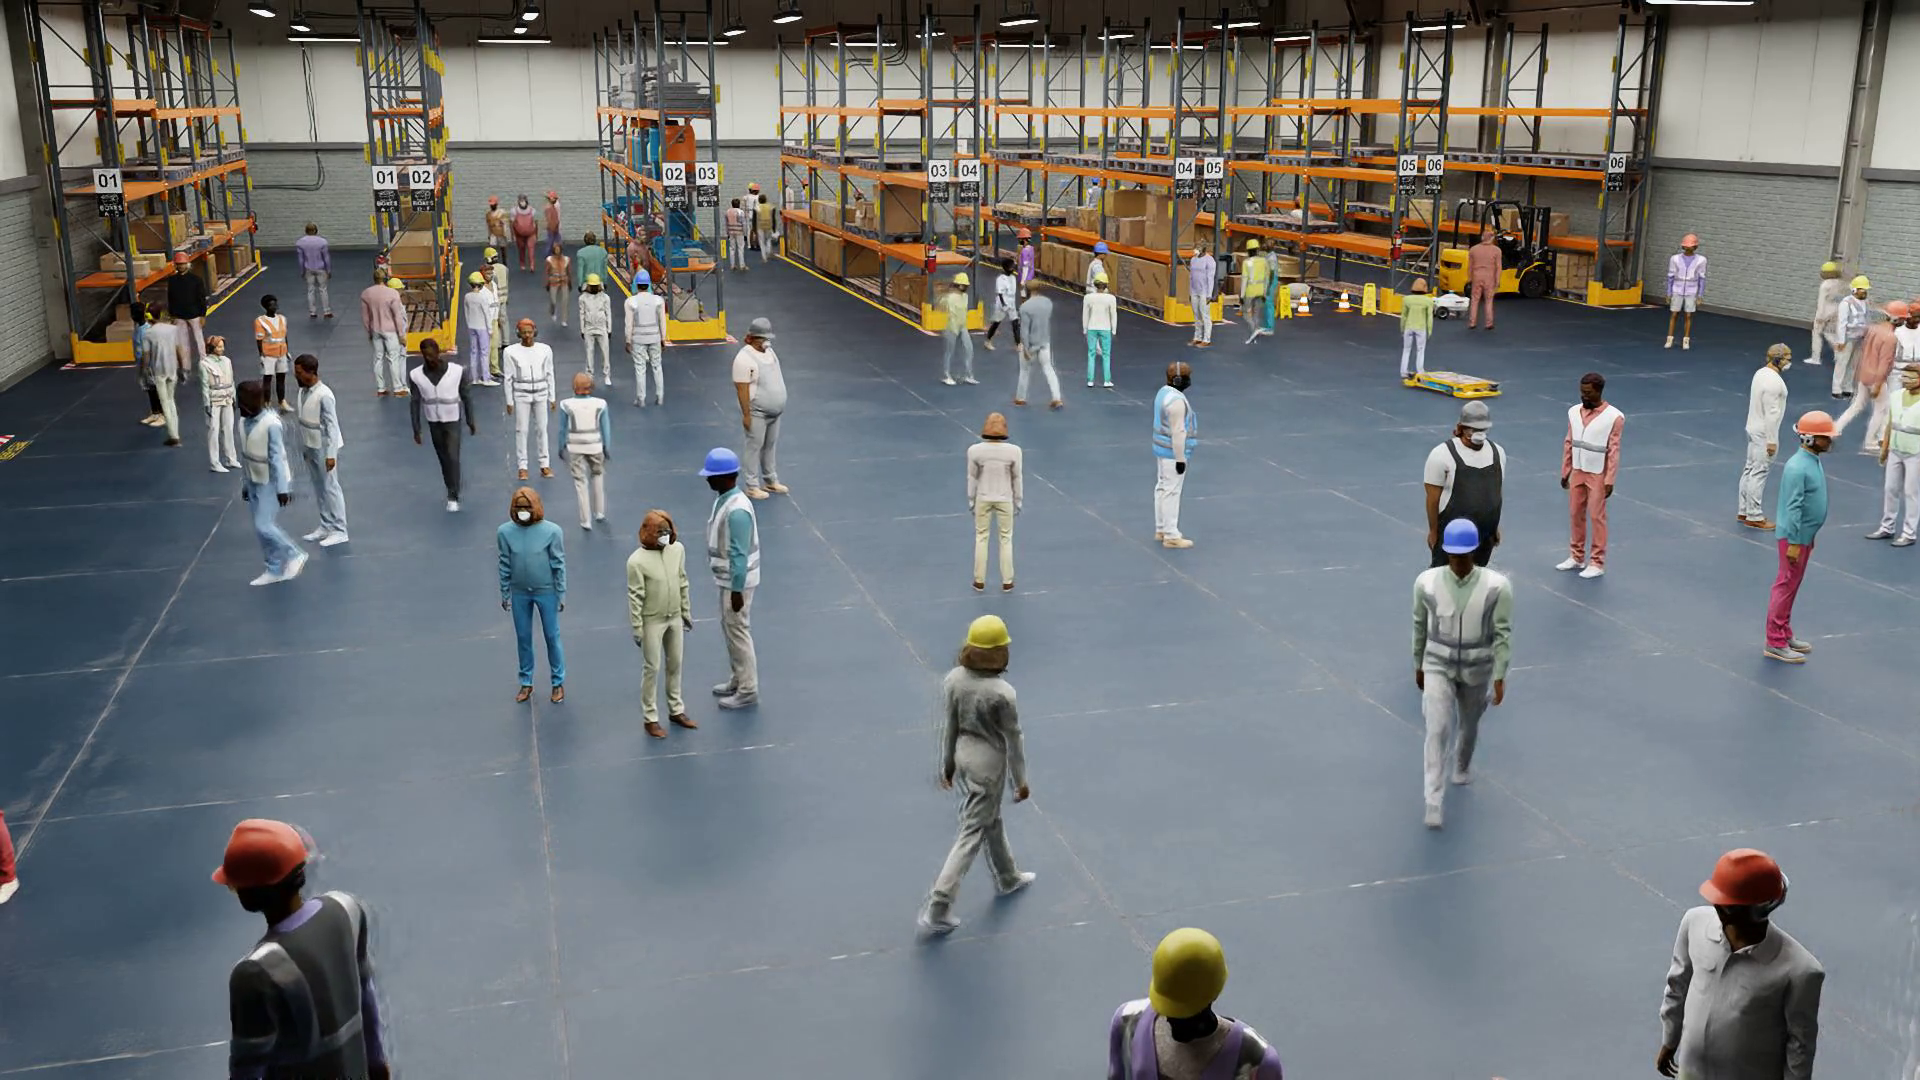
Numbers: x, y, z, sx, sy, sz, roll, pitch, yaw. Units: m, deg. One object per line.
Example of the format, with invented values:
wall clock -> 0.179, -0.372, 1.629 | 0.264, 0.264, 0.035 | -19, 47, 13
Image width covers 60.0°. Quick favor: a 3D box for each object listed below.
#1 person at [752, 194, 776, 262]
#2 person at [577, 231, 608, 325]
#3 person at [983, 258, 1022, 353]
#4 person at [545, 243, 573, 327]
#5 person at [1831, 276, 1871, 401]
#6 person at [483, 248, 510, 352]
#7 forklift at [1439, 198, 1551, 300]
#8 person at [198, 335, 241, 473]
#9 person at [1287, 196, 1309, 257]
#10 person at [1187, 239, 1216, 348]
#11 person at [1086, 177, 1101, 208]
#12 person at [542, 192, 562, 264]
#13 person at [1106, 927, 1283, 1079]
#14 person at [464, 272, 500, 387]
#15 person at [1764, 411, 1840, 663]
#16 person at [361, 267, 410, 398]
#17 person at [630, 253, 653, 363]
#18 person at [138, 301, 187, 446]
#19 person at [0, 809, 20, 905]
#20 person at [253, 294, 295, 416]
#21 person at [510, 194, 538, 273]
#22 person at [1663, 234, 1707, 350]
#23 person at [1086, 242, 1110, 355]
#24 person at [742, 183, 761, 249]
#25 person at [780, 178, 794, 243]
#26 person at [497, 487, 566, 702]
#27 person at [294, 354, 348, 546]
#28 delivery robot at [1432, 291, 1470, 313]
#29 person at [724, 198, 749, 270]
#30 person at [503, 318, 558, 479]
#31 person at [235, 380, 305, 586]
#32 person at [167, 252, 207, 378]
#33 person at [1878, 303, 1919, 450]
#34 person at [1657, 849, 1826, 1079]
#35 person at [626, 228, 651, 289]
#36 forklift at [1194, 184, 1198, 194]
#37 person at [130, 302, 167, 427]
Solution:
person -> -5.369, -8.507, 45.348 | 0.643, 1.822, 0.675 | -6, 16, -20
person -> -6.928, -4.851, 31.407 | 0.630, 1.932, 0.365 | -12, 19, -39
person -> 0.791, -4.114, 29.169 | 0.906, 1.650, 0.529 | 13, 20, 40
person -> -7.842, -4.990, 32.495 | 0.528, 1.625, 0.462 | -7, 16, -24
person -> 13.173, -2.976, 24.534 | 0.600, 1.831, 0.404 | -8, 17, -29
person -> -8.163, -4.217, 29.225 | 0.403, 1.823, 0.586 | 6, 16, 20
forklift -> 11.913, -6.508, 37.130 | 2.313, 2.155, 1.214 | -4, 15, -15
person -> -8.832, -1.623, 19.834 | 0.313, 1.634, 0.514 | 5, 16, 17
person -> 8.662, -7.865, 42.782 | 0.560, 1.914, 0.711 | -5, 16, -18
person -> 4.316, -4.408, 29.748 | 0.368, 1.932, 0.623 | -9, 17, -31
person -> 4.254, -10.476, 52.533 | 0.605, 1.948, 0.405 | -3, 15, -12
person -> -10.805, -8.219, 44.038 | 0.696, 1.952, 0.687 | 2, 15, 6
person -> 0.704, 2.096, 5.281 | 0.585, 1.920, 0.374 | 8, 17, 28
person -> -7.419, -3.256, 25.712 | 0.525, 1.772, 0.304 | 9, 17, 31
person -> 6.651, -0.039, 13.173 | 0.376, 1.995, 0.612 | 10, 18, 34
person -> -8.543, -3.075, 24.704 | 0.627, 1.940, 0.376 | 4, 15, 13
person -> -5.324, -3.889, 27.956 | 0.397, 1.840, 0.564 | -2, 15, -6
person -> -10.274, -2.128, 21.294 | 0.593, 1.852, 0.570 | 9, 17, 30
person -> -5.512, 1.174, 9.074 | 0.520, 1.759, 0.347 | 3, 15, 11
person -> -9.657, -2.610, 23.415 | 0.322, 1.696, 0.536 | 8, 17, 28
person -> -11.180, -7.909, 42.697 | 0.692, 2.000, 0.994 | -3, 15, -12
person -> 12.822, -4.382, 29.426 | 0.614, 2.038, 0.395 | 7, 16, 25
person -> 2.394, -4.191, 28.908 | 0.411, 1.936, 0.605 | -1, 15, -4
person -> -6.144, -9.597, 49.269 | 0.585, 1.927, 0.366 | -1, 15, -4
person -> -5.378, -10.202, 51.431 | 0.388, 1.987, 0.608 | -14, 20, -43
person -> -3.136, 0.398, 12.234 | 0.500, 1.627, 0.278 | 1, 15, 3
person -> -6.369, -0.907, 16.587 | 0.373, 1.915, 0.594 | -14, 20, -43
delivery robot -> 9.946, -4.806, 33.689 | 0.707, 0.478, 0.477 | -1, 15, -3
person -> -5.779, -7.920, 43.124 | 0.626, 1.844, 0.429 | 7, 16, 25
person -> -5.016, -1.646, 19.459 | 0.607, 1.888, 0.433 | -7, 16, -25
person -> -6.344, -0.511, 15.126 | 0.613, 1.899, 0.448 | 12, 19, 38
person -> -12.314, -3.585, 26.510 | 0.622, 1.995, 0.376 | 1, 15, 5
person -> 11.921, -2.058, 21.008 | 0.572, 1.879, 0.355 | 1, 15, 2
person -> 2.839, 1.947, 6.165 | 0.337, 1.747, 0.573 | -10, 18, -32
person -> -6.273, -5.187, 32.737 | 0.399, 1.900, 0.648 | 5, 16, 19
forklift -> 7.392, -11.333, 53.972 | 1.873, 2.768, 1.129 | -4, 15, -15
person -> -11.011, -2.383, 22.556 | 0.322, 1.699, 0.536 | -14, 20, -41
